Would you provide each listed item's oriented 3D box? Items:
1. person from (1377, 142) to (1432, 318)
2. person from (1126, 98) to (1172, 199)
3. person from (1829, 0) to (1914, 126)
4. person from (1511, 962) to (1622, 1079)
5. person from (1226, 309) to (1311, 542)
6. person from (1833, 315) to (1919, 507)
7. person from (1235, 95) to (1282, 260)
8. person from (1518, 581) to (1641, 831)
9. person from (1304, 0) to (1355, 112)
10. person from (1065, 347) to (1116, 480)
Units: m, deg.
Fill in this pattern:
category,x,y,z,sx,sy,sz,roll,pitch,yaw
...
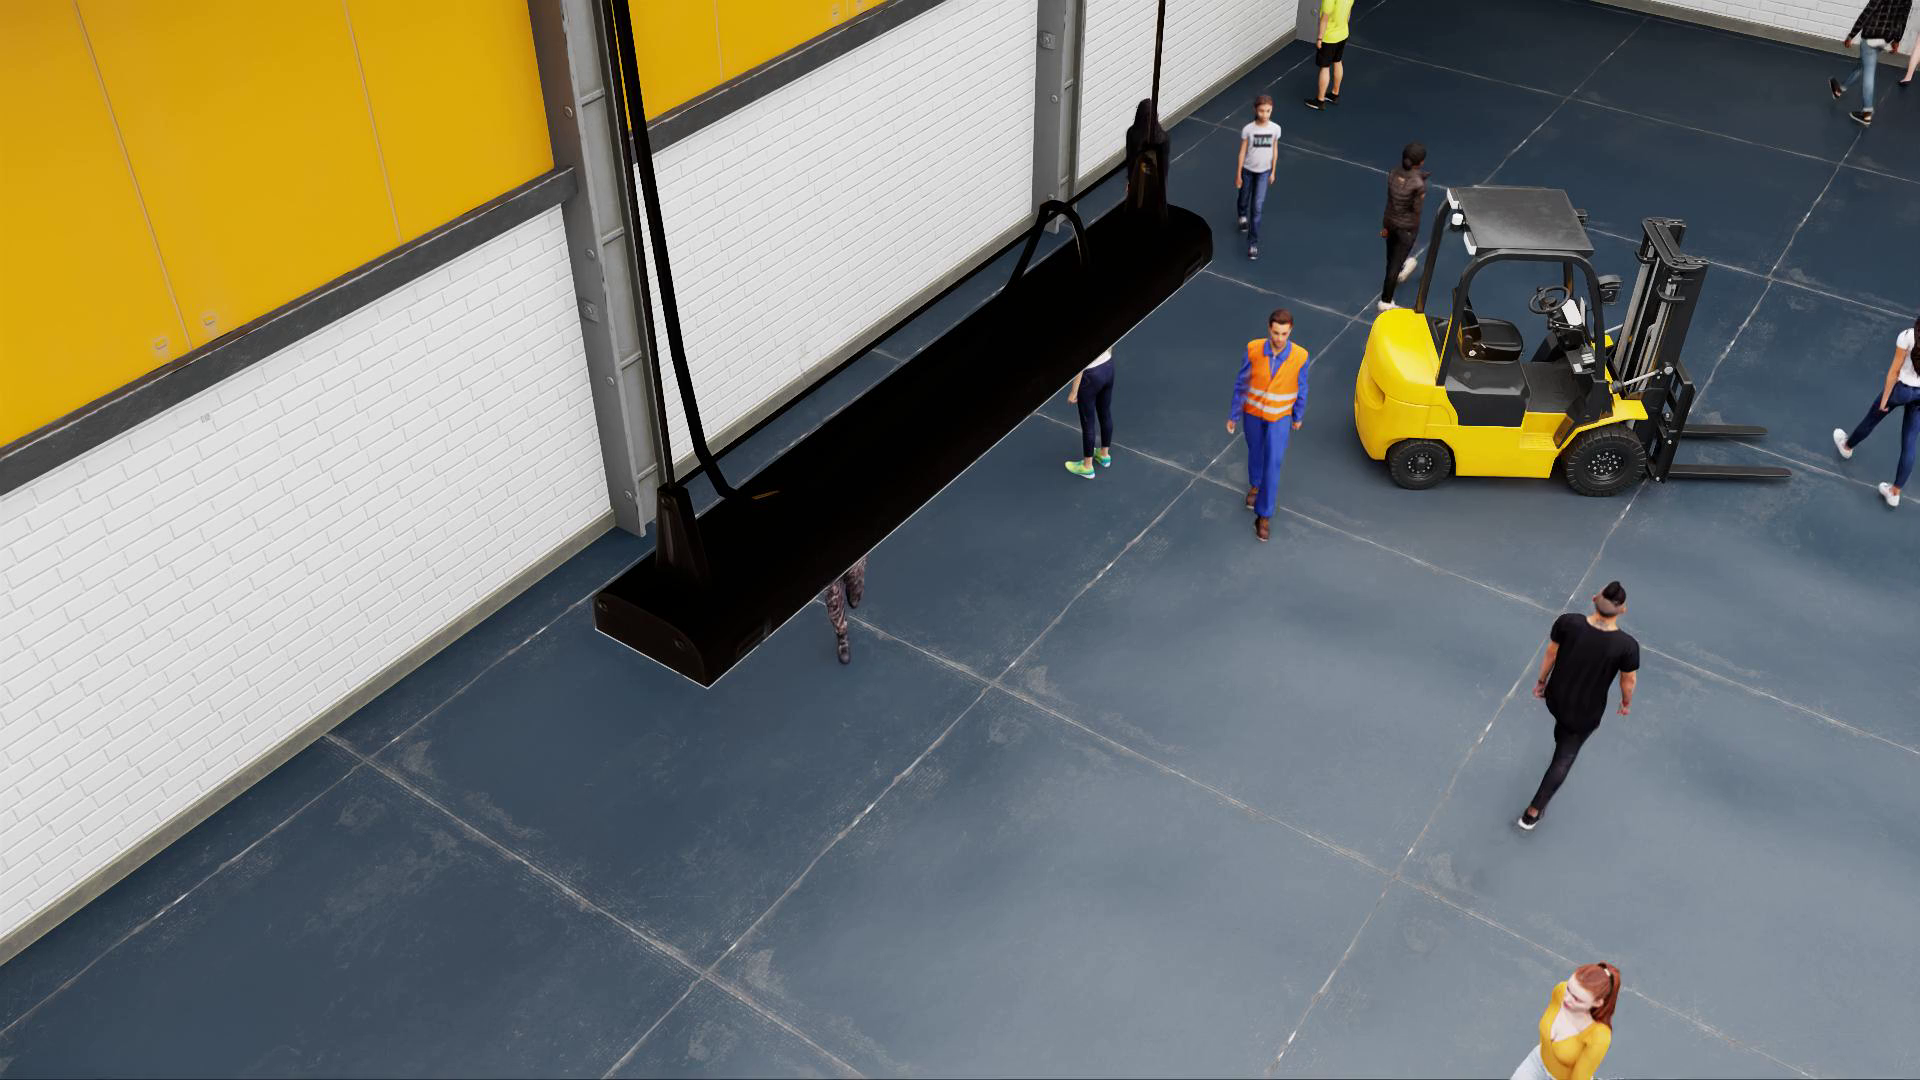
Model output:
category,x,y,z,sx,sy,sz,roll,pitch,yaw
person,4.127,-2.875,15.190,1.139,1.624,0.789,24,45,27
person,1.719,-3.300,15.654,0.613,1.709,0.750,24,44,27
person,10.154,-5.468,18.315,1.184,1.777,1.208,-9,40,-11
person,3.024,2.669,8.192,1.259,1.694,1.055,-13,41,-16
person,2.345,-0.996,12.669,0.906,1.834,1.105,12,40,14
person,7.361,-1.053,12.828,1.023,1.725,1.187,0,39,0
person,2.860,-3.615,16.198,0.908,1.523,1.139,2,39,3
person,3.757,1.007,10.174,0.739,1.818,1.190,26,45,29
person,4.201,-5.696,18.658,0.544,1.706,0.725,-28,46,-30
person,1.064,-1.259,13.103,0.537,1.704,0.702,-31,48,-32
